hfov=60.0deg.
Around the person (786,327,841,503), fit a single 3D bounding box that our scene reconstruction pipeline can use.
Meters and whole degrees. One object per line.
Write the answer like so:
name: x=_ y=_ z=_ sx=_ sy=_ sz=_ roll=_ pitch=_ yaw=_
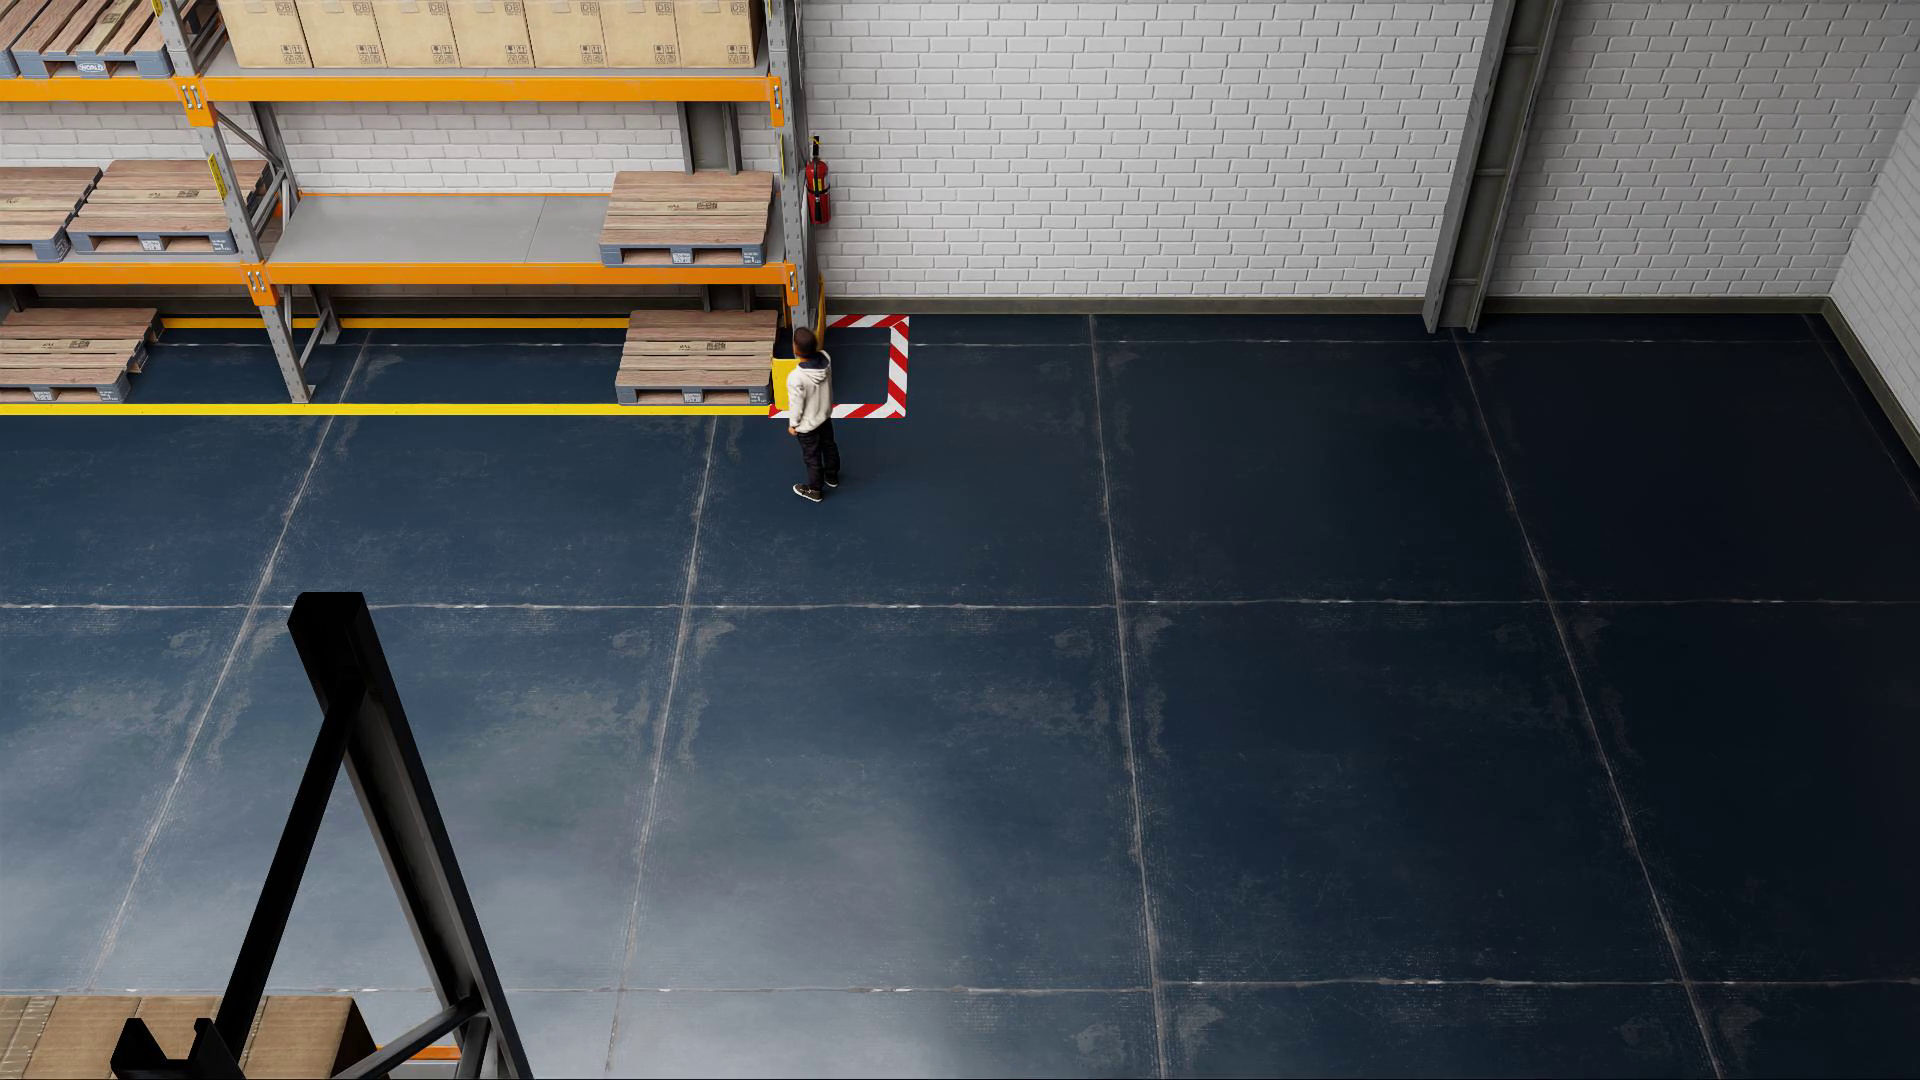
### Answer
person: x=-1.048 y=-0.904 z=11.894 sx=0.692 sy=1.453 sz=0.664 roll=26 pitch=50 yaw=25
